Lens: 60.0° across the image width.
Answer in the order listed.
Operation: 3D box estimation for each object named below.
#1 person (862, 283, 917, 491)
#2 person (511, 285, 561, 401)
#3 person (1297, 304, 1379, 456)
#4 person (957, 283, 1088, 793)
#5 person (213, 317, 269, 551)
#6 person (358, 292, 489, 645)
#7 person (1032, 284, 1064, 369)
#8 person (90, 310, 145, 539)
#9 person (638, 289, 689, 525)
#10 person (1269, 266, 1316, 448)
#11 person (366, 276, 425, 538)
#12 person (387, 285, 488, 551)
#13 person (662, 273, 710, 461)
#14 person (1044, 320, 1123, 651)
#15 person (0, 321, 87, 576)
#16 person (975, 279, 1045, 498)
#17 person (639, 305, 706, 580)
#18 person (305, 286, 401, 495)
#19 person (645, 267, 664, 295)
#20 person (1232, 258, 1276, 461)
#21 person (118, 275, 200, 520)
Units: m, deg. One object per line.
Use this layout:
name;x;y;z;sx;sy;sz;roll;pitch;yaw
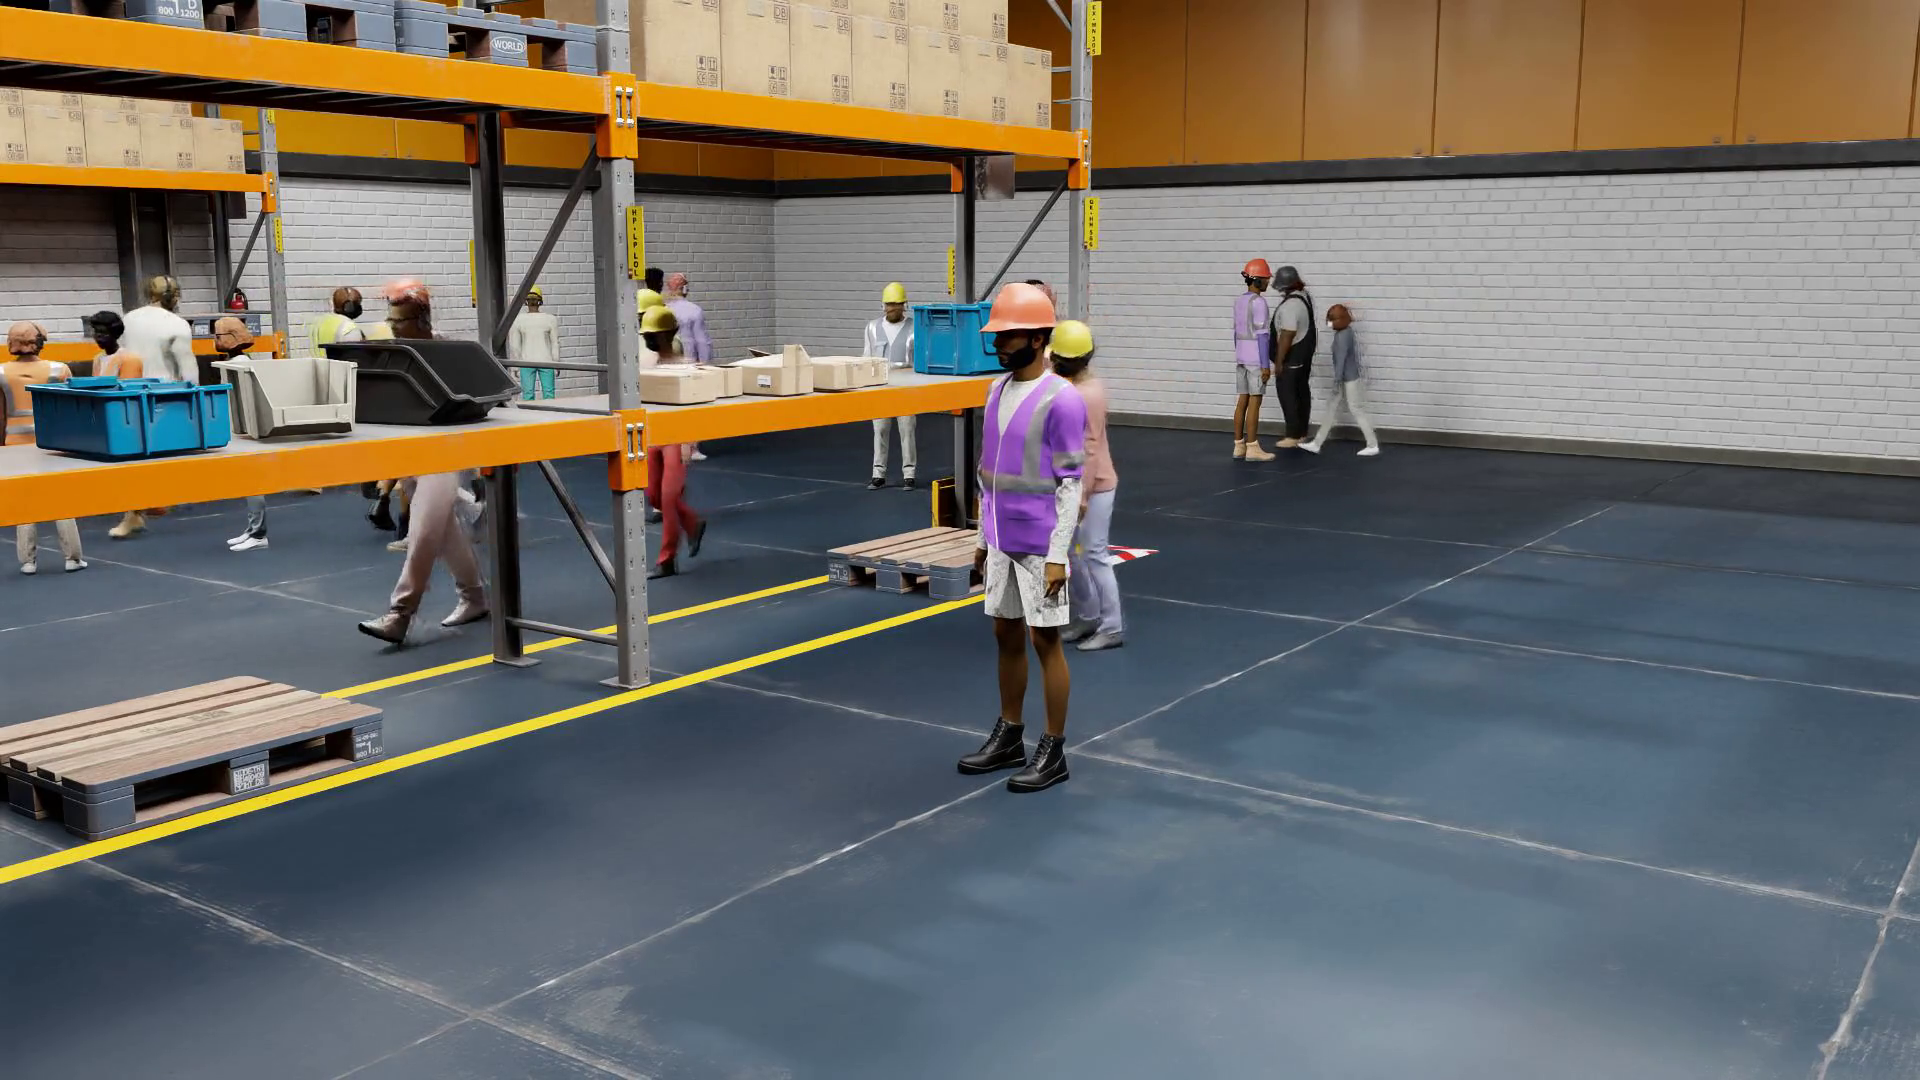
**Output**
person;-0.582;-1.343;14.669;0.590;1.830;0.403;2;10;10
person;-4.675;-1.930;18.373;0.522;1.763;0.320;-2;10;-13
person;3.970;-1.652;17.244;0.851;1.571;0.553;1;10;6
person;0.236;-0.007;6.388;0.354;1.939;0.544;-7;12;-37
person;-5.052;-0.743;11.674;0.264;1.632;0.508;-4;10;-25
person;-2.921;-0.389;8.918;0.663;1.849;1.024;6;11;31
person;0.616;-0.998;12.553;0.634;1.848;0.989;-8;12;-39
person;-6.079;-0.825;12.044;0.546;1.667;0.430;7;12;34
person;-2.311;-1.014;12.770;0.464;1.812;0.588;-8;13;-41
person;3.625;-2.044;18.210;0.533;2.000;0.827;5;11;28
person;-4.025;-0.956;12.118;0.553;1.911;0.404;4;10;23
person;-3.637;-0.828;11.526;0.659;1.864;0.615;-4;10;-21
person;-2.829;-1.743;16.828;0.664;1.906;0.409;4;10;25
person;0.633;-0.264;8.523;0.509;1.720;0.549;-3;10;-16
person;-5.946;-0.586;10.727;0.512;1.639;0.311;-4;10;-21
person;0.383;-1.112;13.133;0.610;1.884;0.621;-4;10;-20
person;-1.842;-0.638;10.733;0.527;1.746;0.594;7;12;35
person;-5.366;-1.289;14.423;0.629;1.816;0.882;9;13;42
person;-3.666;-2.361;20.383;0.841;1.933;0.630;-8;13;-41
person;2.989;-1.822;16.882;0.373;2.044;0.608;-3;10;-17
person;-6.255;-1.126;13.134;0.653;1.907;0.751;3;10;17
